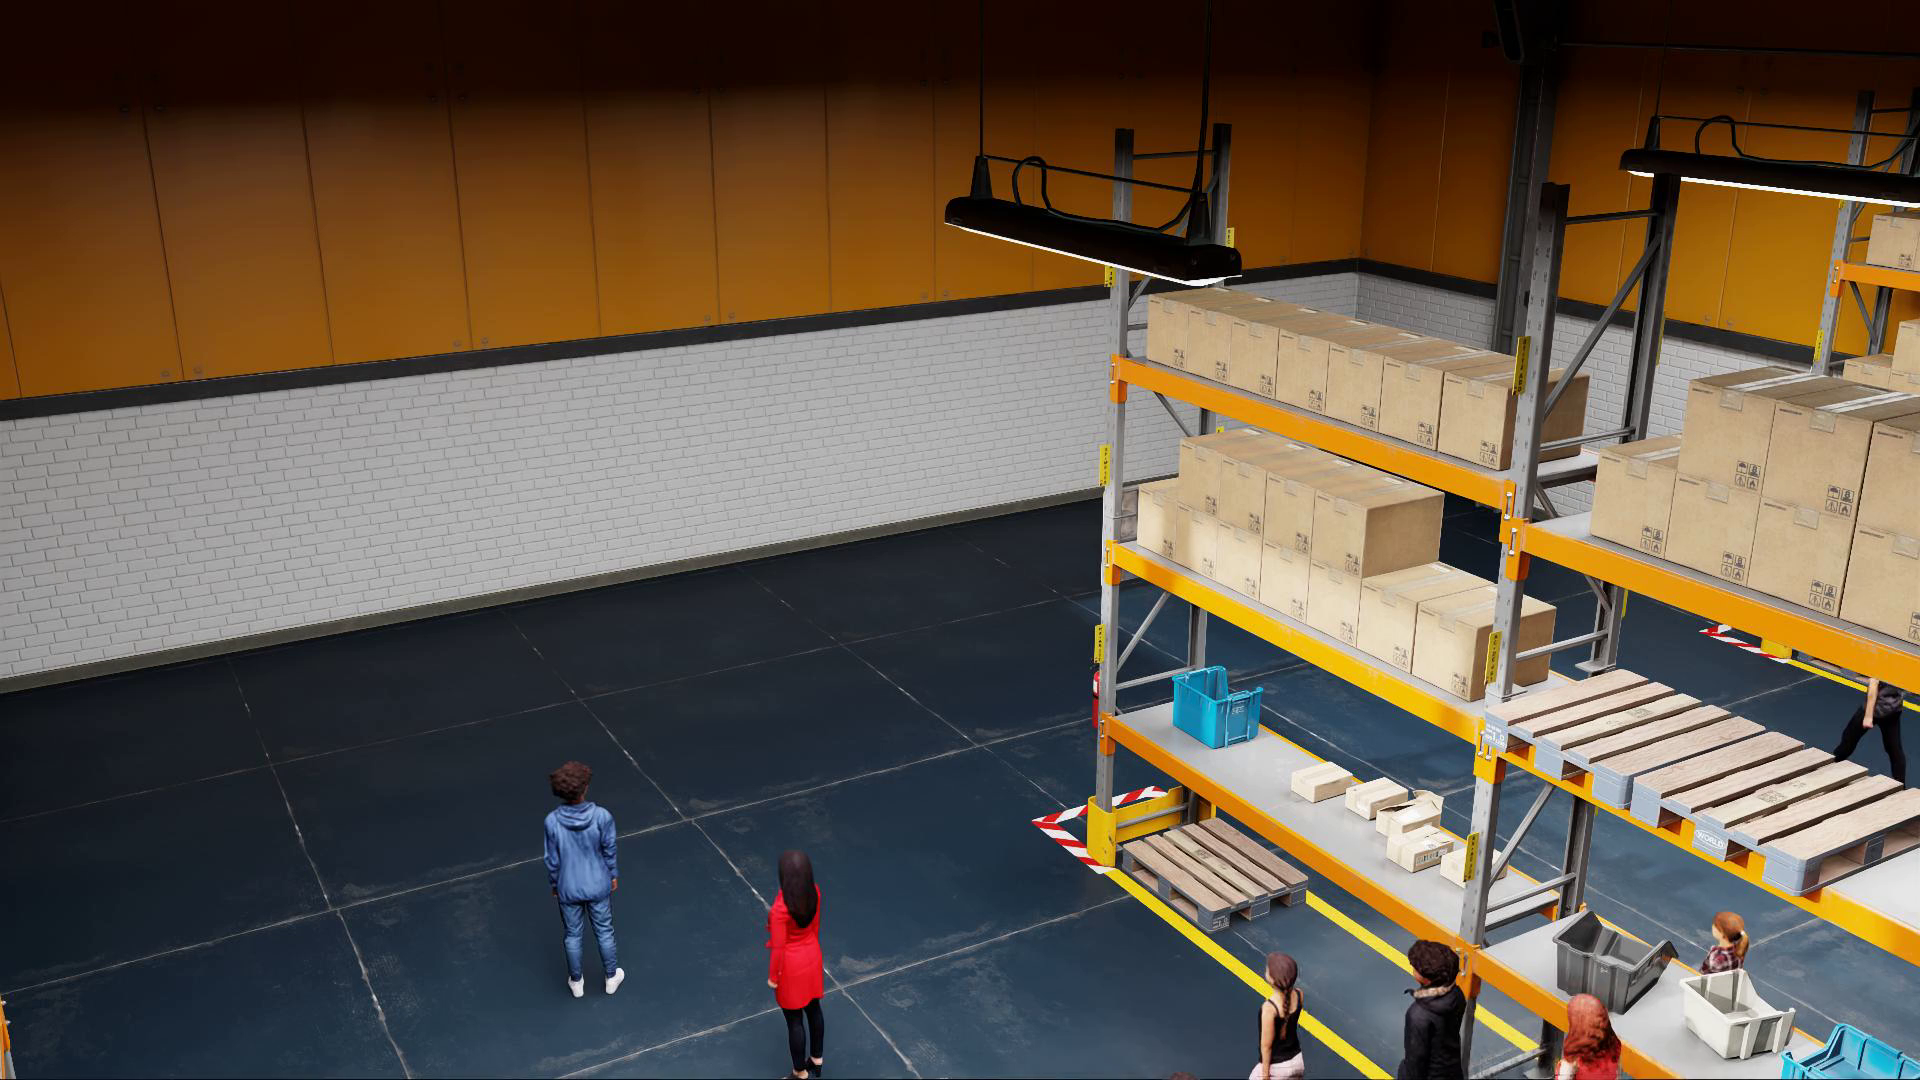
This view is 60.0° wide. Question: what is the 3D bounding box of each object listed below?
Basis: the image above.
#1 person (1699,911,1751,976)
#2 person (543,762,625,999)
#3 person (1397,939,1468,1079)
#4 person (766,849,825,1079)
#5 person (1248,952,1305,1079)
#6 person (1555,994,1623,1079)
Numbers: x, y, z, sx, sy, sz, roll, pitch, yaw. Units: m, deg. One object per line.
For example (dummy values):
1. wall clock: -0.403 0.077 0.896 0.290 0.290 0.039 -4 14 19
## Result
1. person: 5.035 3.061 10.925 0.563 1.290 0.887 -12 22 -31
2. person: -2.707 2.445 11.954 0.744 1.803 0.702 -2 19 -7
3. person: 2.865 3.203 9.820 0.665 1.728 1.141 -12 22 -33
4. person: -1.064 2.816 10.940 0.740 1.747 0.714 13 23 34
5. person: 1.982 3.232 10.057 0.505 1.522 0.959 -10 21 -28
6. person: 3.512 3.398 9.184 0.628 1.764 1.152 -9 21 -25
